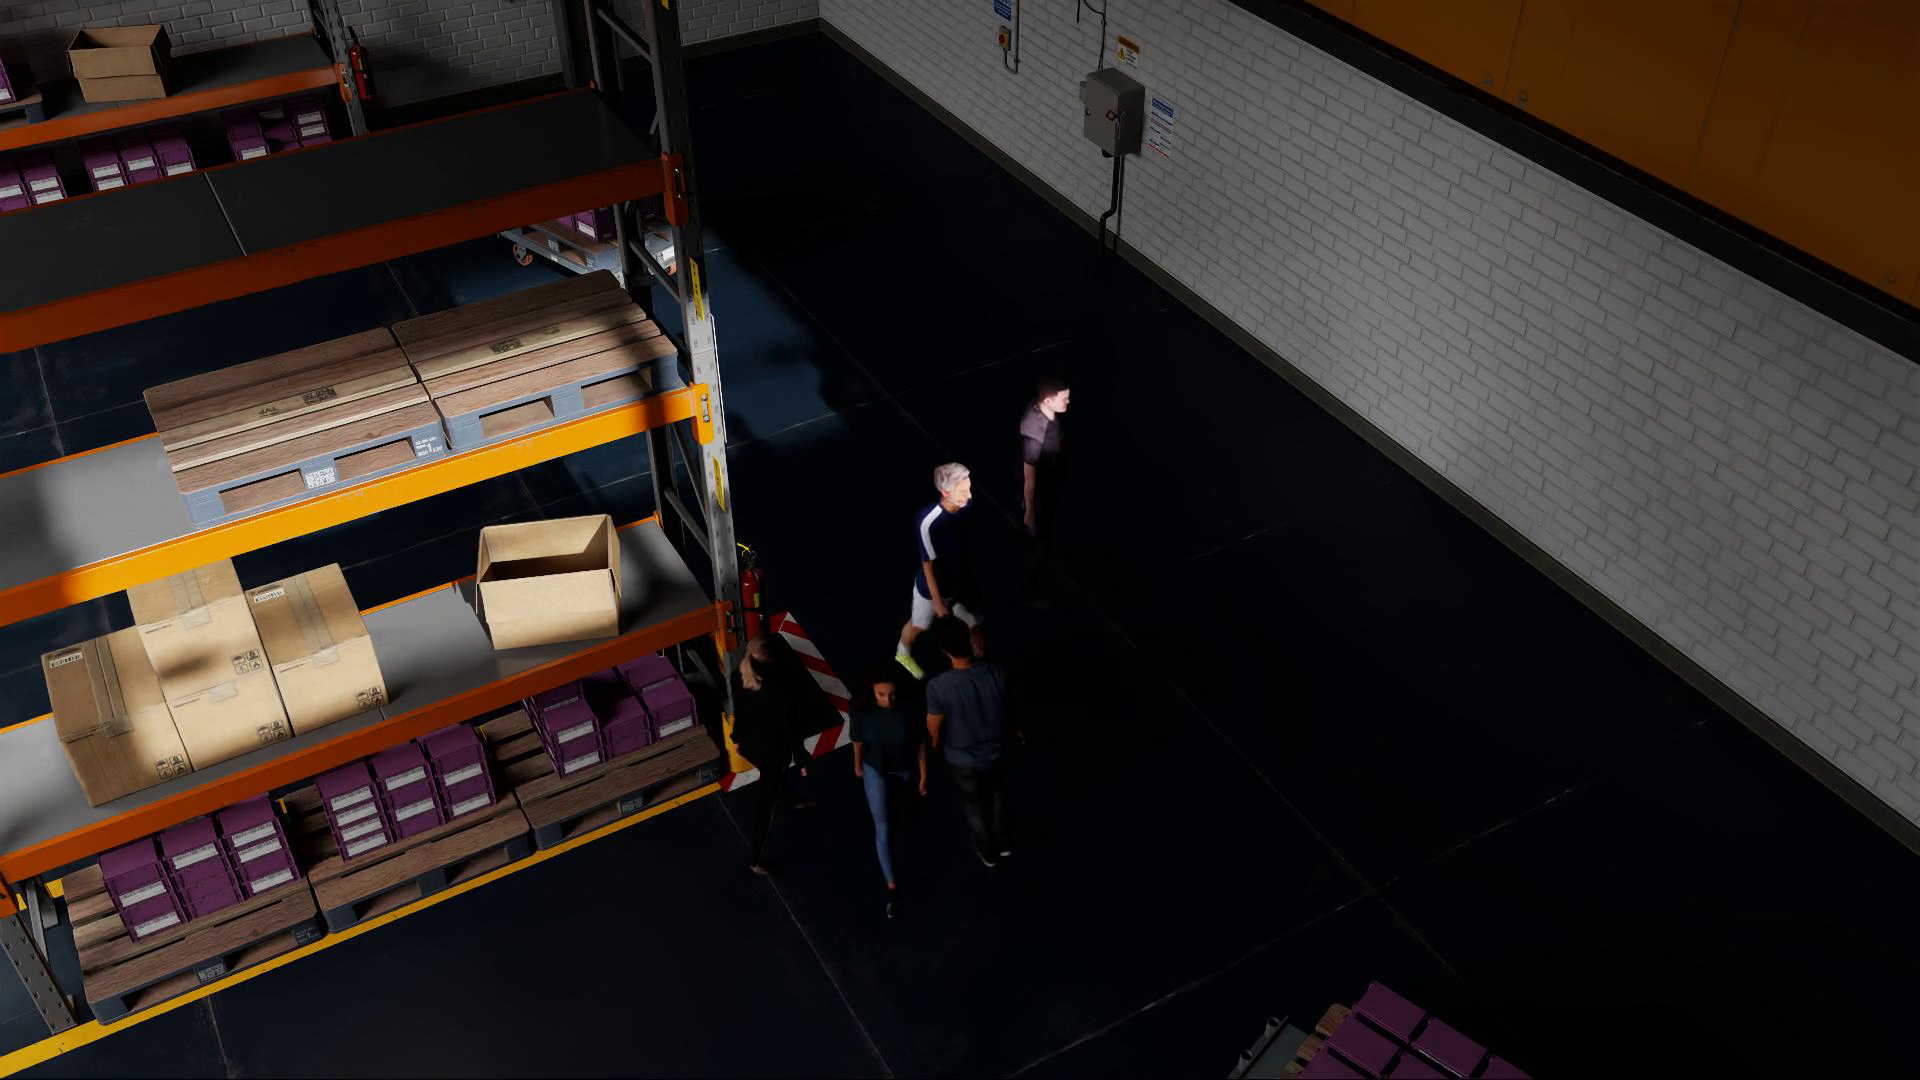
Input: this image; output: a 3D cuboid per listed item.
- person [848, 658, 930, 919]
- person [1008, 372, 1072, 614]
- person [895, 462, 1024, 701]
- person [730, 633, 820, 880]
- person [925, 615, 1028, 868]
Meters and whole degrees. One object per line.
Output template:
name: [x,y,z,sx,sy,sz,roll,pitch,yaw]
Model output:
person: [-0.394,1.228,9.393,1.144,1.563,0.887,-7,39,-9]
person: [0.530,-0.369,11.173,1.056,1.837,0.983,12,40,14]
person: [-0.173,0.241,10.452,0.961,1.782,1.195,30,47,32]
person: [-1.138,1.250,9.276,0.825,1.675,1.038,27,46,29]
person: [0.116,1.217,9.236,0.648,1.776,0.832,-10,40,-12]
